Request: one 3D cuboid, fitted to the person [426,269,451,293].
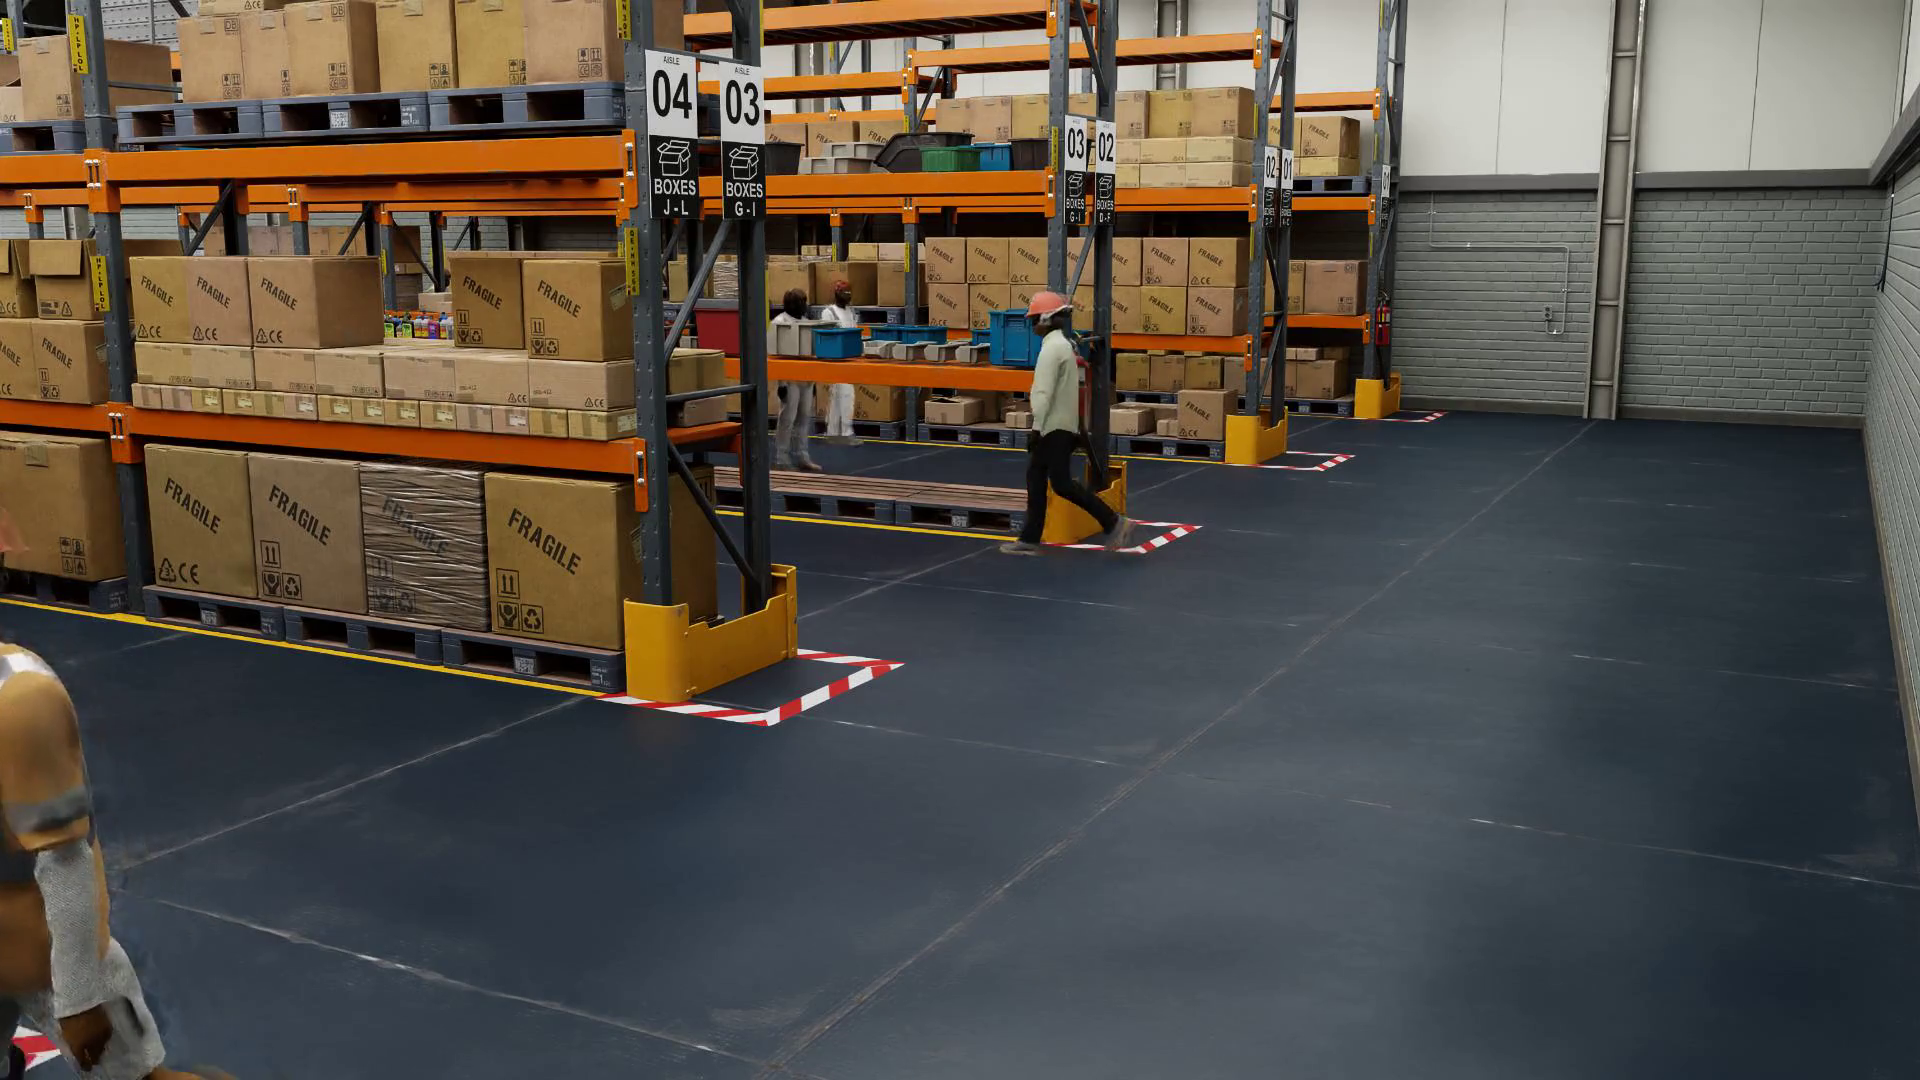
[{"bbox_3d":[-7.980,-3.268,25.725,0.429,1.840,0.624,1,10,4],"label":"person"}]

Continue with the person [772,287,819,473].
[{"bbox_3d":[-1.621,-1.573,16.473,0.429,1.843,0.628,5,12,25],"label":"person"}]

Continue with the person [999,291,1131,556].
[{"bbox_3d":[0.773,-0.827,12.097,0.894,1.956,0.622,1,10,7],"label":"person"}]

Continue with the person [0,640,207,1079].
[{"bbox_3d":[-1.862,0.792,3.461,0.588,1.888,0.967,7,12,32],"label":"person"}]

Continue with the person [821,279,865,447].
[{"bbox_3d":[-1.237,-1.973,18.606,0.717,1.863,0.581,5,11,24],"label":"person"}]
